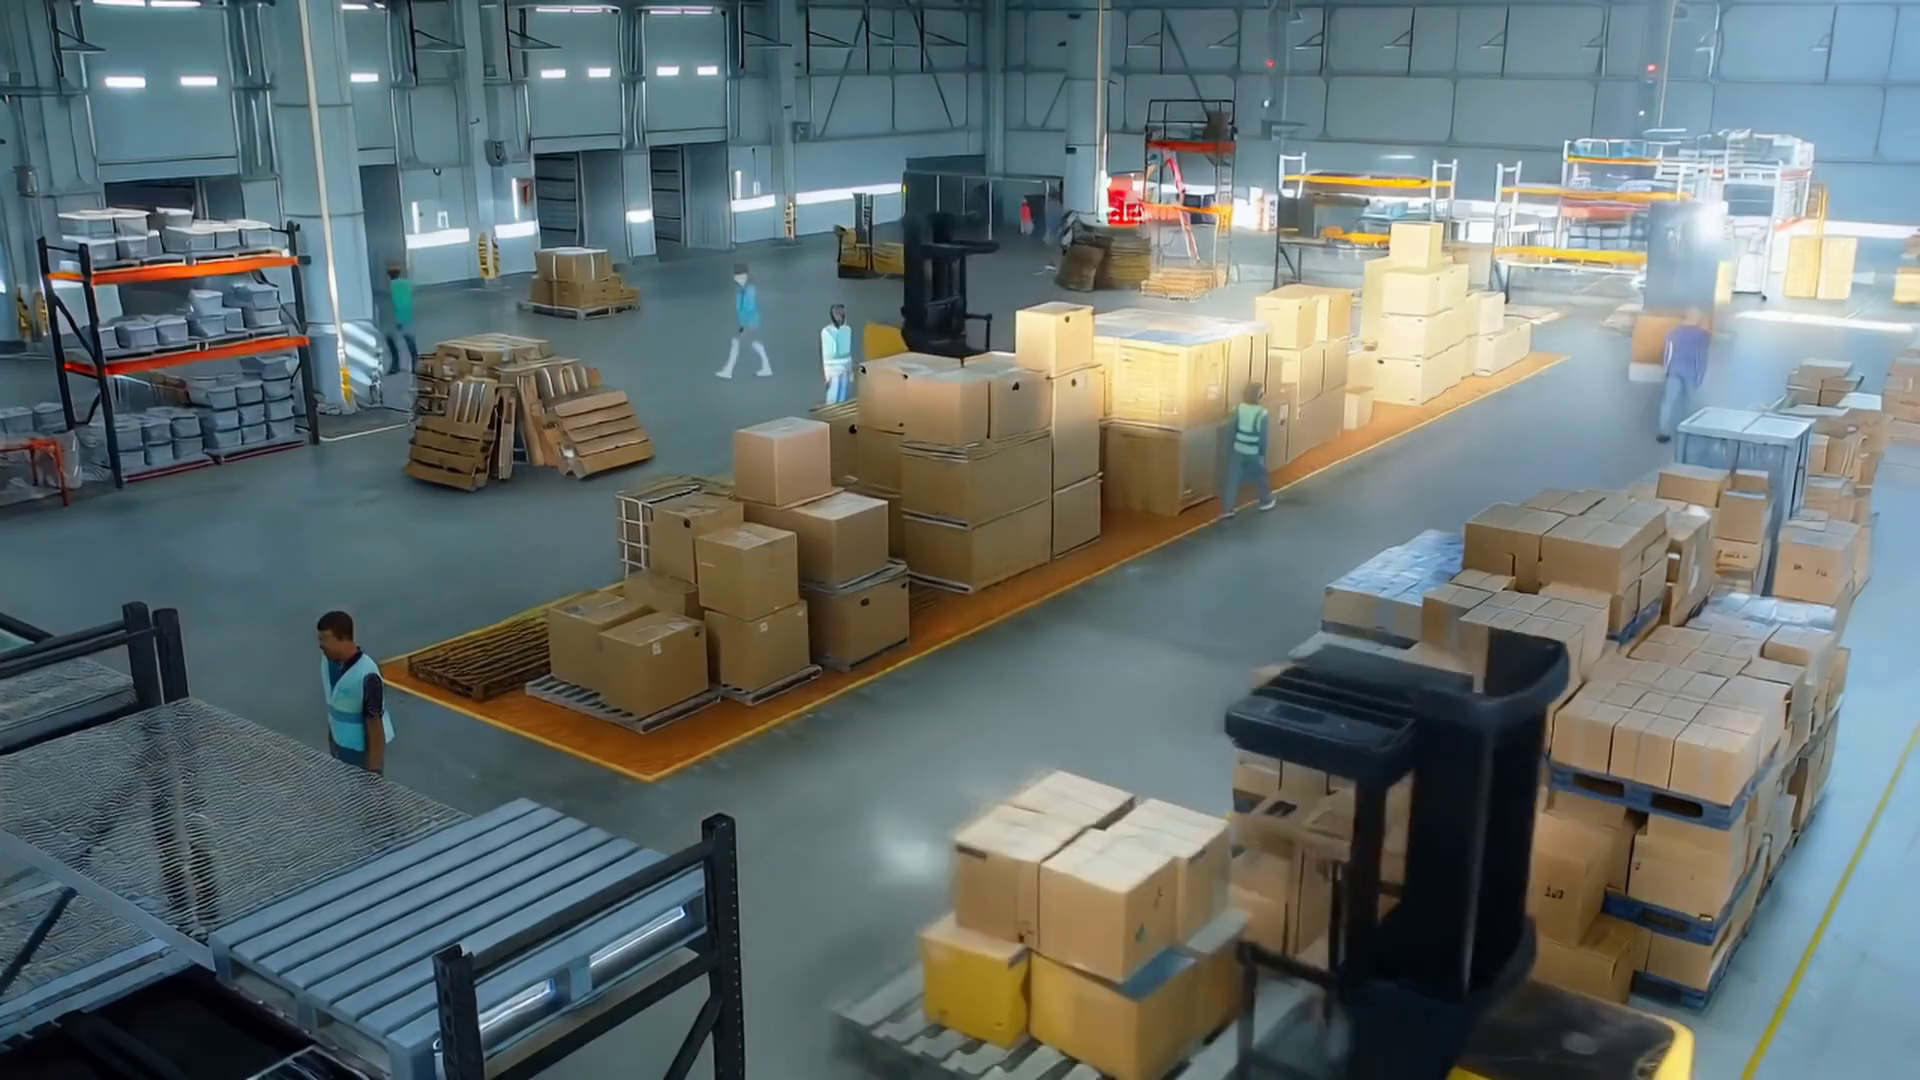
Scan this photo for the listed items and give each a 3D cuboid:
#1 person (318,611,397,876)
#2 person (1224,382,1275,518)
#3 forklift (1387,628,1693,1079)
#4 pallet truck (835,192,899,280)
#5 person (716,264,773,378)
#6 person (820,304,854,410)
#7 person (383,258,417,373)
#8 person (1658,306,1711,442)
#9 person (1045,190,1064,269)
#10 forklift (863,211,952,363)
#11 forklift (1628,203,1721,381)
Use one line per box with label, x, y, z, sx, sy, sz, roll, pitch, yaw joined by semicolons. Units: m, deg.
person;-3.962;1.358;10.941;0.591;1.909;0.409;13;21;37
person;3.389;-1.055;19.456;0.524;1.594;0.853;15;22;40
forklift;2.333;1.855;7.630;1.873;2.768;1.129;12;21;35
pallet truck;-1.936;-7.159;38.982;1.885;1.965;0.823;-12;21;-34
person;-3.549;-3.606;27.425;0.981;1.888;0.547;-11;20;-33
person;-1.704;-2.363;23.297;0.356;1.883;0.574;11;20;33
person;-9.430;-3.737;27.786;0.729;1.909;0.587;1;17;4
person;10.070;-2.312;23.132;1.008;1.888;0.645;-16;23;-42
person;2.462;-7.554;40.471;0.945;1.884;0.631;-12;20;-34
forklift;-0.528;-3.704;26.040;1.873;2.768;1.129;12;21;35
forklift;11.831;-4.110;27.384;1.129;2.768;1.873;9;19;27
